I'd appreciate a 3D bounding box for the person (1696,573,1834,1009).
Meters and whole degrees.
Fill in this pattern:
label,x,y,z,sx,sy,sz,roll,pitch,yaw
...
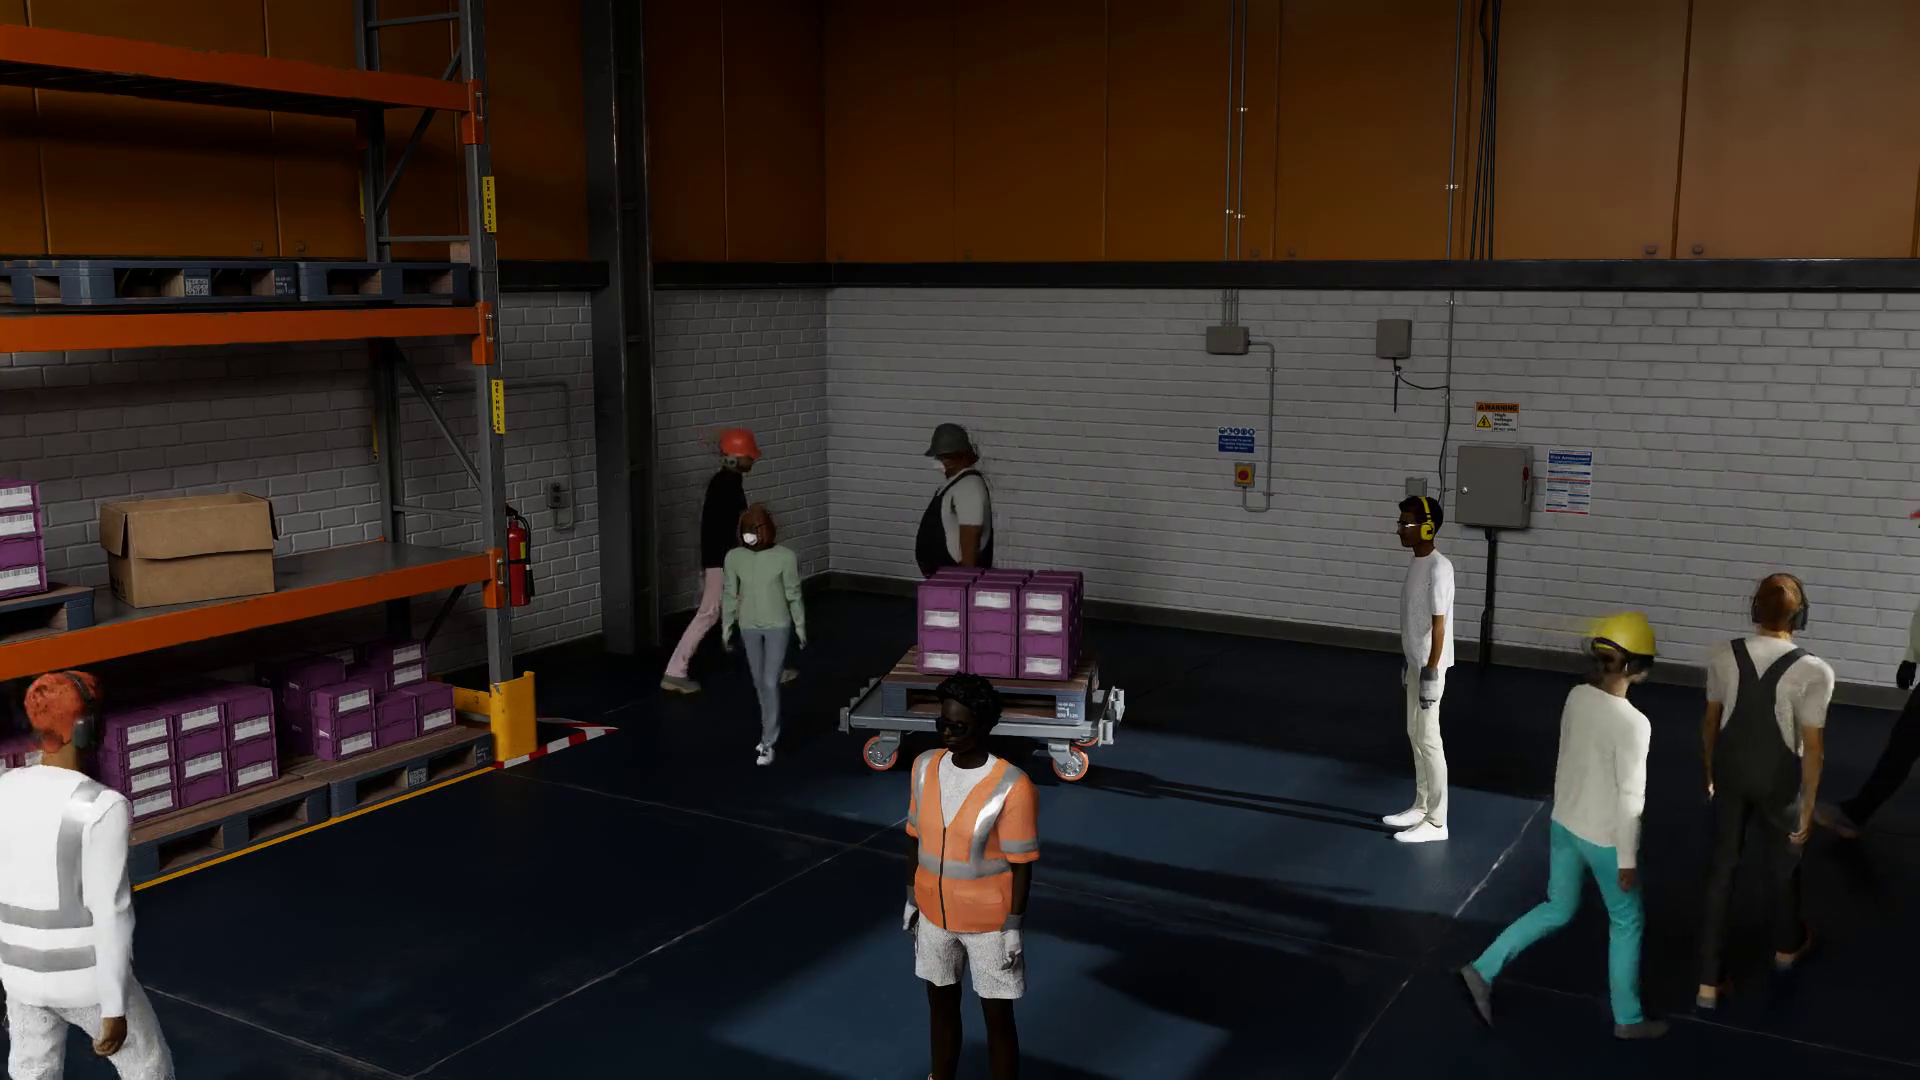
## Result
label,x,y,z,sx,sy,sz,roll,pitch,yaw
person,3.379,1.022,7.001,0.534,1.794,0.961,9,12,43

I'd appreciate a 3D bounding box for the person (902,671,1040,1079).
label,x,y,z,sx,sy,sz,roll,pitch,yaw
person,0.023,1.281,5.700,0.534,1.697,0.318,6,11,34

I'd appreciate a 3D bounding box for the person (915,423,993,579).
label,x,y,z,sx,sy,sz,roll,pitch,yaw
person,-0.041,0.178,11.512,0.540,2.000,0.707,-1,9,-4

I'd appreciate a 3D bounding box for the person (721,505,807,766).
label,x,y,z,sx,sy,sz,roll,pitch,yaw
person,-1.252,0.585,10.334,0.516,1.597,0.736,3,10,18

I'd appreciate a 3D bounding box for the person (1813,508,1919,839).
label,x,y,z,sx,sy,sz,roll,pitch,yaw
person,5.079,0.667,8.760,1.019,1.938,0.657,4,10,25

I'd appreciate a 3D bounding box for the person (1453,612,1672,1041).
label,x,y,z,sx,sy,sz,roll,pitch,yaw
person,2.418,1.136,6.518,0.784,1.728,0.560,-2,9,-11

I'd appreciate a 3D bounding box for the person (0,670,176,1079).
label,x,y,z,sx,sy,sz,roll,pitch,yaw
person,-2.644,1.293,5.118,0.588,1.845,0.887,3,10,17

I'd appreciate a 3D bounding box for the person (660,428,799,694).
label,x,y,z,sx,sy,sz,roll,pitch,yaw
person,-1.710,0.151,12.027,1.031,1.938,0.644,-2,9,-15

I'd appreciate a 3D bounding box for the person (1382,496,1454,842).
label,x,y,z,sx,sy,sz,roll,pitch,yaw
person,2.474,0.687,8.921,0.323,1.858,0.510,0,9,0
